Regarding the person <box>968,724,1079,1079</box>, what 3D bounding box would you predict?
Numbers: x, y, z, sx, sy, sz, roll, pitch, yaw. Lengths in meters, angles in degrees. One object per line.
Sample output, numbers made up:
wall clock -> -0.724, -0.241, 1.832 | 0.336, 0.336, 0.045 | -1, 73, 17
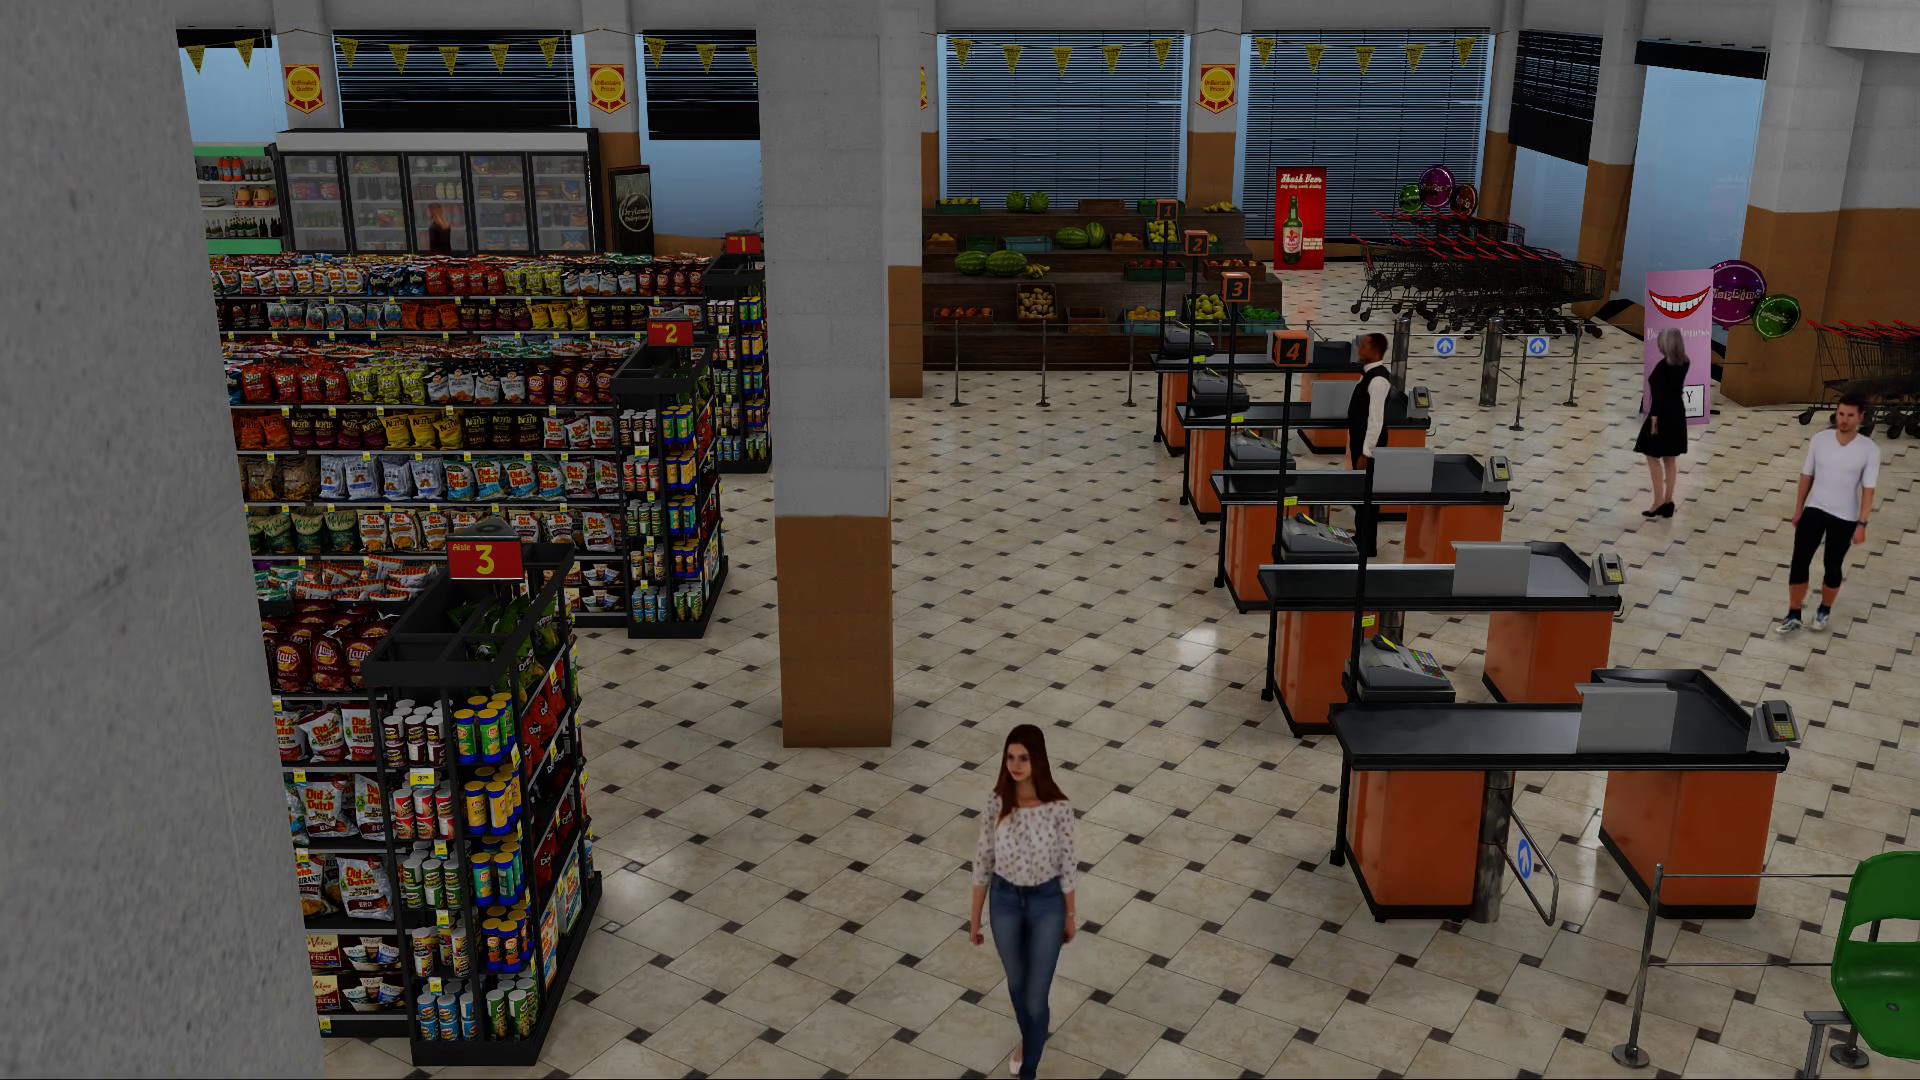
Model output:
person -> 0.316, 1.574, 7.296 | 0.856, 1.712, 0.822 | 7, 20, 19

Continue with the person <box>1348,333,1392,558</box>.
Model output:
person -> 3.453, -0.808, 14.037 | 0.639, 1.919, 0.730 | 3, 19, 10

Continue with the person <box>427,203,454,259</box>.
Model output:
person -> -7.283, -3.927, 23.647 | 0.846, 1.689, 0.746 | 7, 20, 19

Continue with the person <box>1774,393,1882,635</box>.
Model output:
person -> 6.516, -0.204, 12.385 | 0.998, 1.830, 1.051 | 16, 25, 40

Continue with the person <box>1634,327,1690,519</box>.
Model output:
person -> 6.372, -1.053, 15.054 | 0.699, 1.735, 0.794 | -11, 22, -31
